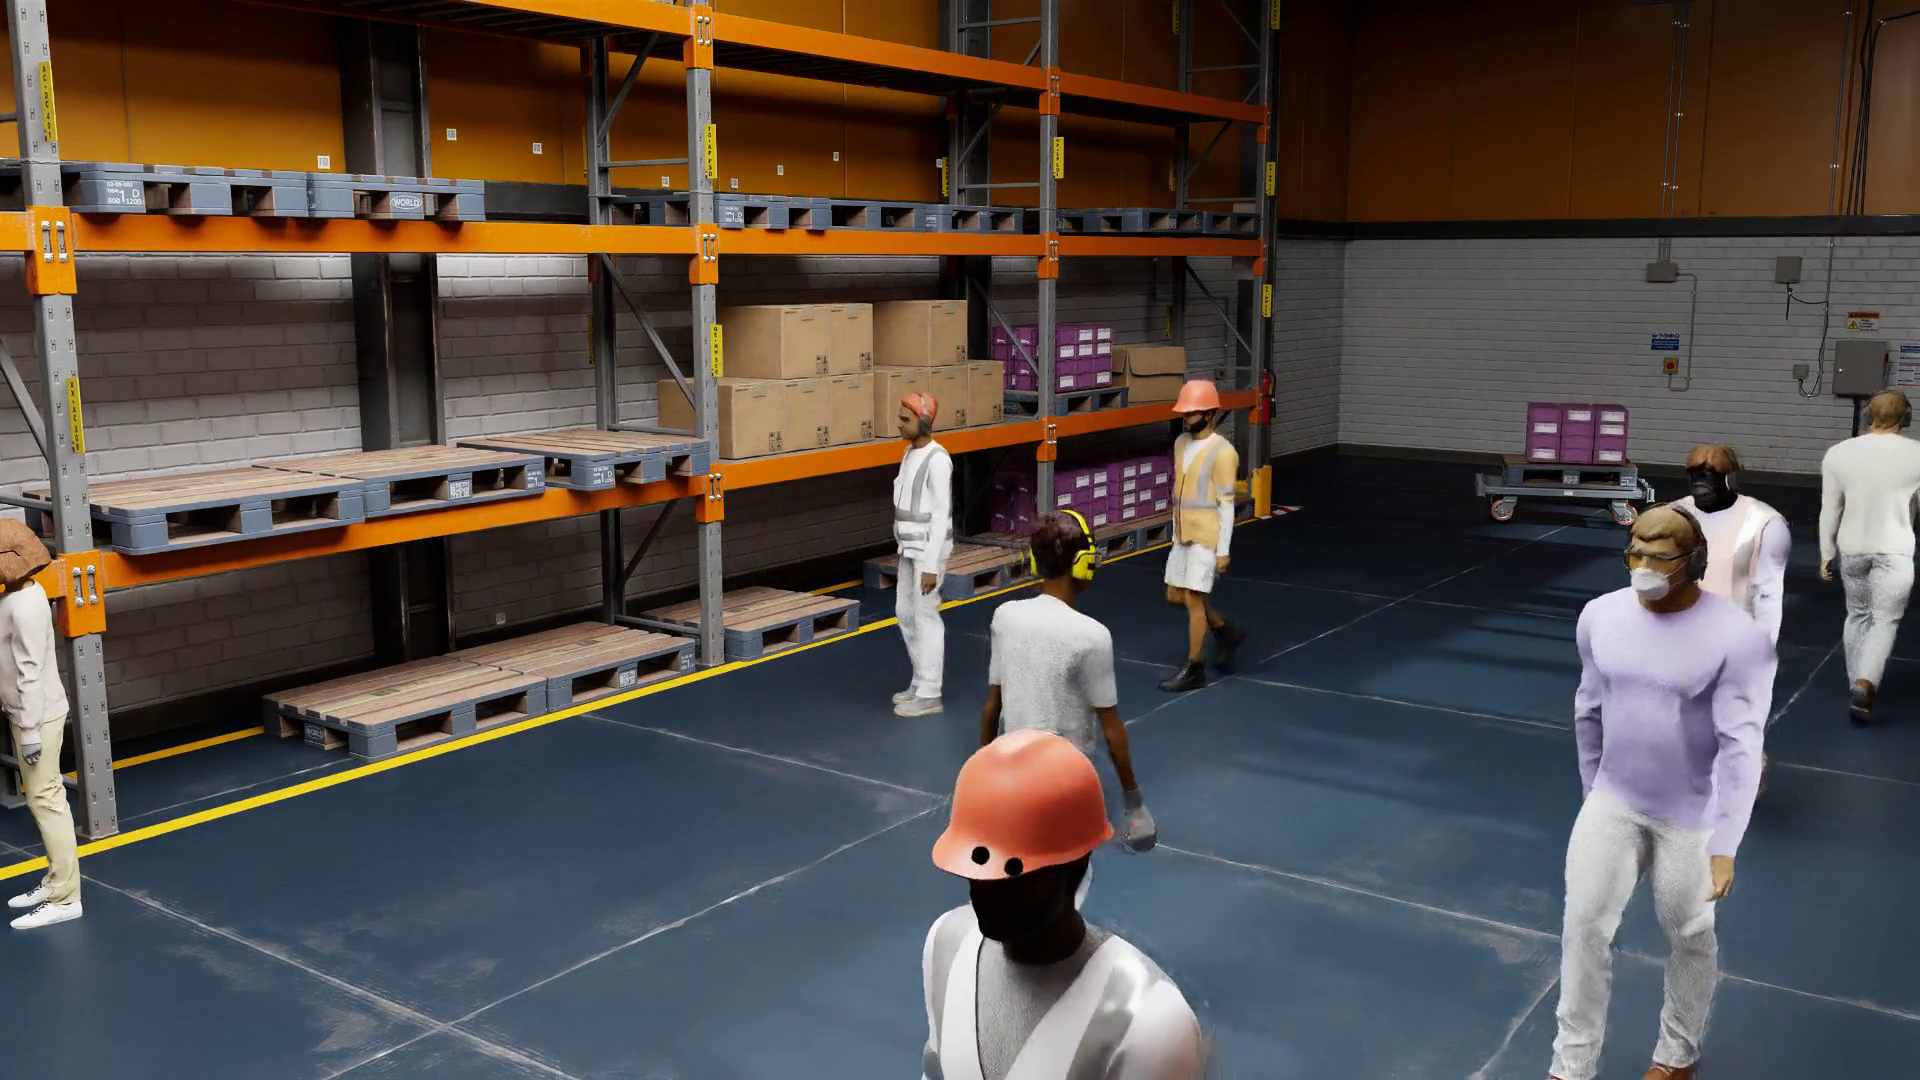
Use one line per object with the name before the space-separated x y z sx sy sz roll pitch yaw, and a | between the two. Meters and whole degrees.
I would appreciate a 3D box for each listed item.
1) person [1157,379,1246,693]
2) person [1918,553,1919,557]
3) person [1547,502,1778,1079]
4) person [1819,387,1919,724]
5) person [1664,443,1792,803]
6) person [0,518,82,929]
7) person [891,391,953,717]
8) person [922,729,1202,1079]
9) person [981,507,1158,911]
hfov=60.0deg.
person | 1.508 -0.031 10.160 0.597 1.921 0.555 -5 11 -27
person | 9.060 -0.814 14.626 0.987 2.009 0.604 -2 10 -11
person | 2.044 0.845 4.975 0.815 1.907 0.639 -9 13 -41
person | 5.255 0.086 9.563 0.643 1.914 0.888 8 13 41
person | 3.477 0.447 7.648 0.751 1.817 0.633 -9 13 -44
person | -3.690 0.718 6.599 0.277 1.629 0.497 -6 11 -31
person | -0.224 0.081 9.625 0.360 1.881 0.601 -4 10 -21
person | 0.196 1.215 2.792 0.550 1.916 0.762 9 13 44
person | 0.345 0.820 5.335 0.592 1.844 0.536 -6 11 -33
